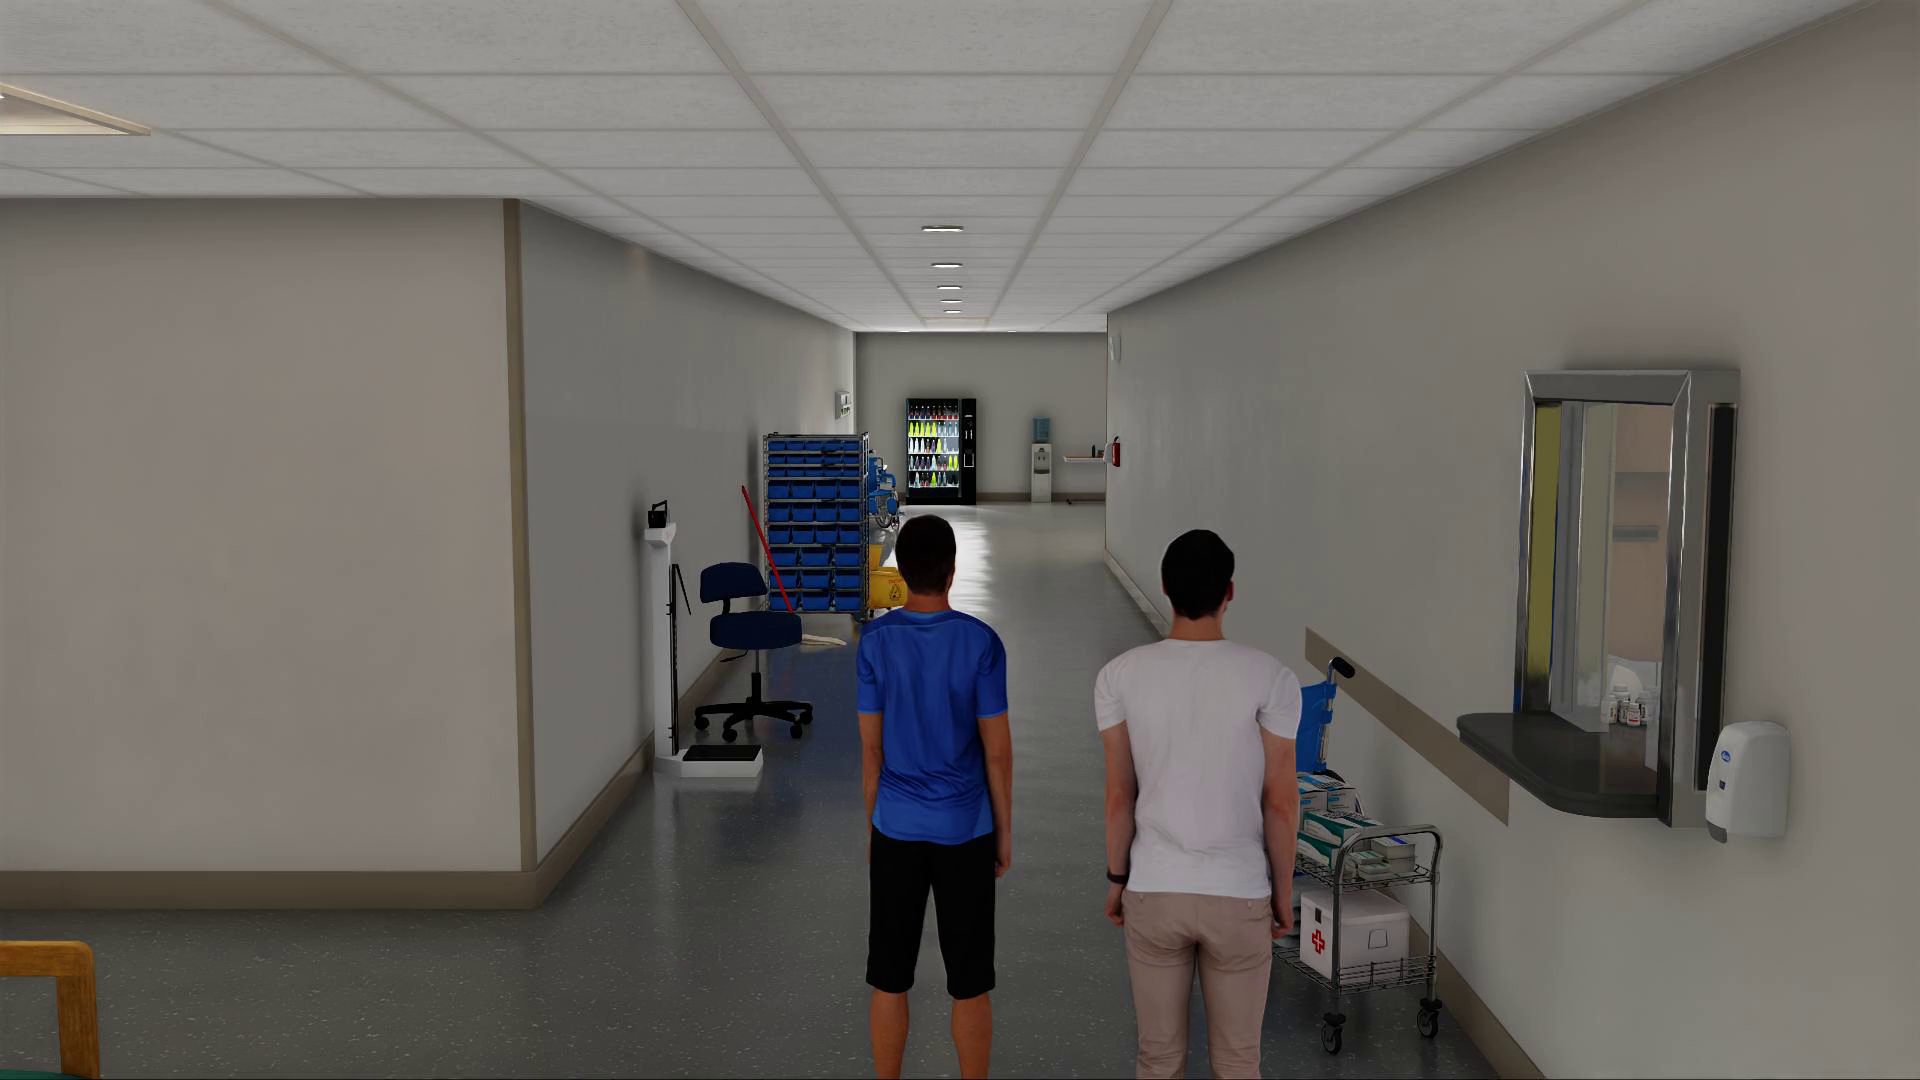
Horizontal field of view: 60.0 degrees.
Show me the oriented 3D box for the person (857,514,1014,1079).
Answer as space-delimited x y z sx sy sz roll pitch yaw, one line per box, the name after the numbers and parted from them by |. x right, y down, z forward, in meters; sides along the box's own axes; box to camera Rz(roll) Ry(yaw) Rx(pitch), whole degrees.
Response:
-0.085 0.856 4.881 0.552 1.870 0.705 1 6 10 | person

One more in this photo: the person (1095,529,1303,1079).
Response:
0.609 0.908 4.272 0.614 1.888 0.788 1 6 13 | person
